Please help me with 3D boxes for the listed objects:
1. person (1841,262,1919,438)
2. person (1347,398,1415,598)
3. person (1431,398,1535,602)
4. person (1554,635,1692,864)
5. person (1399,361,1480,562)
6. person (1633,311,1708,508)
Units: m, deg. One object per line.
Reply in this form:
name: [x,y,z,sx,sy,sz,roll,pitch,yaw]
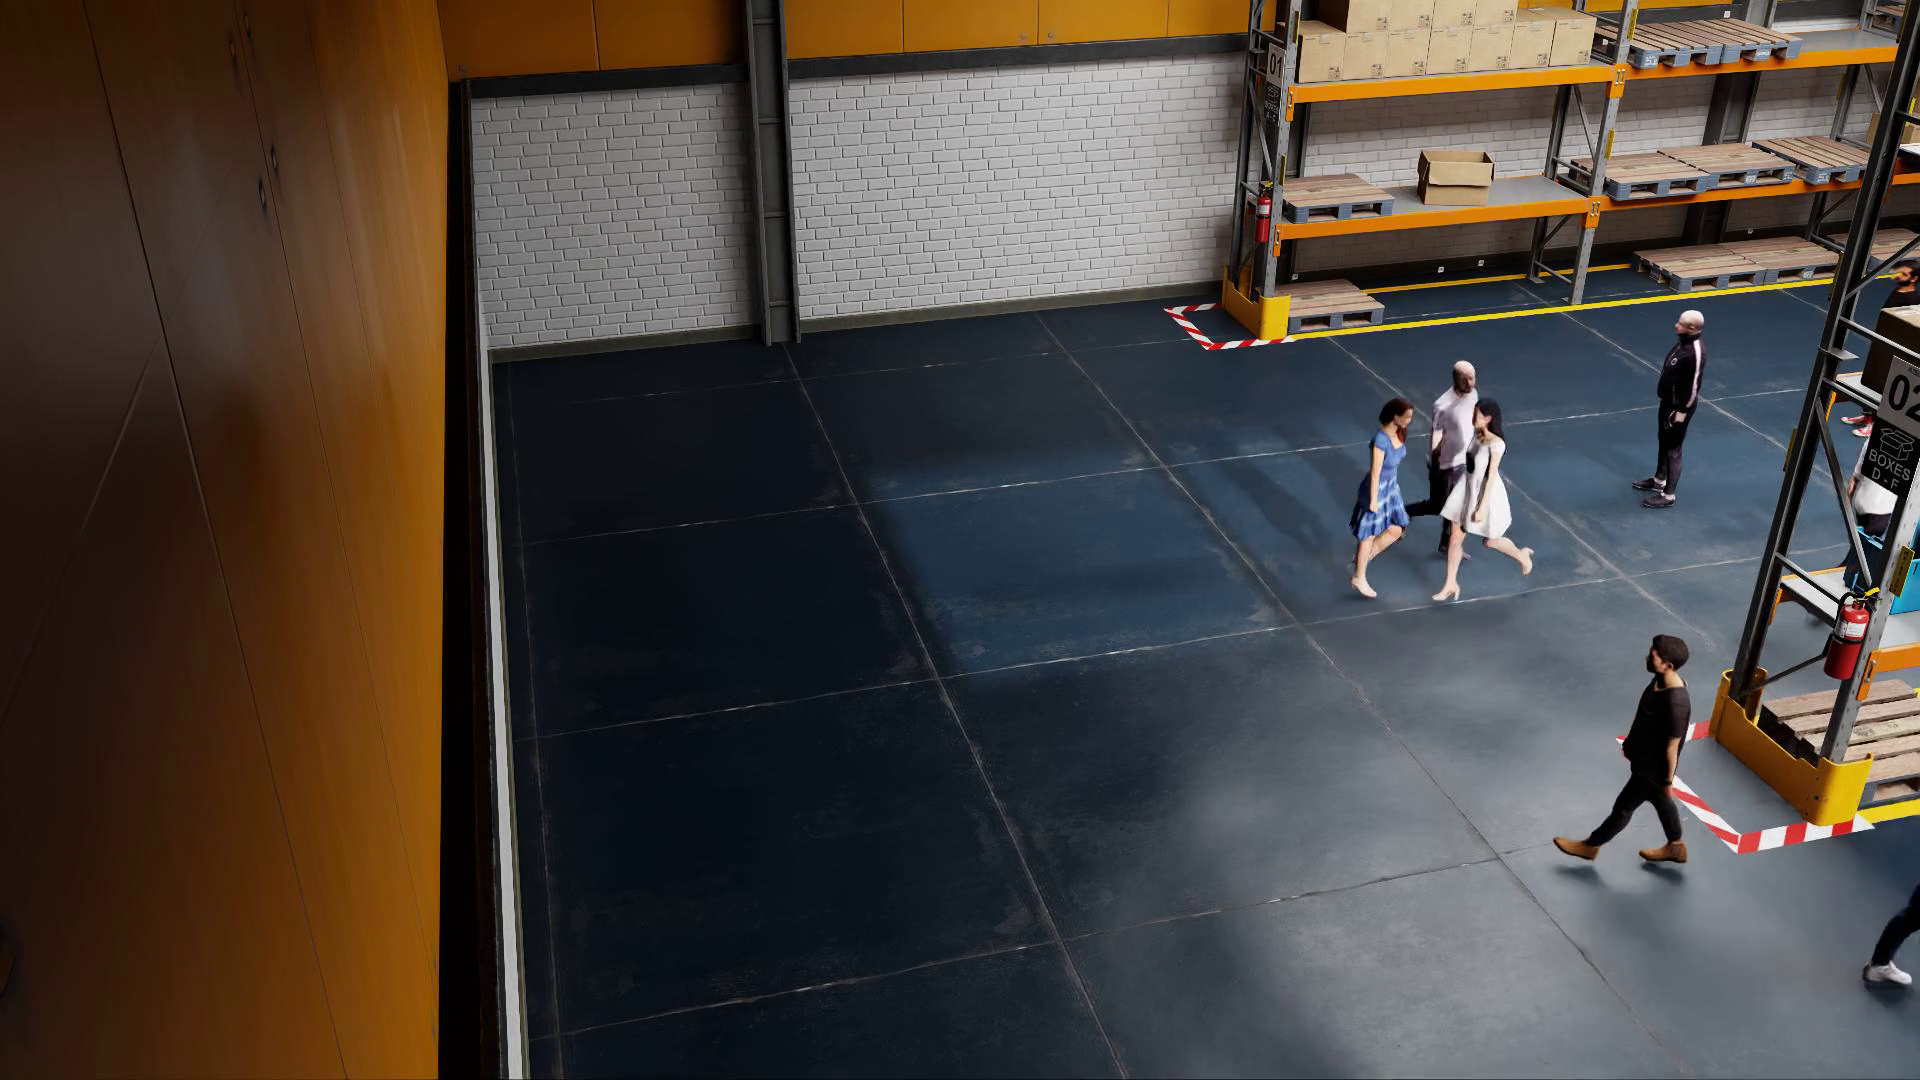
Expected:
person: [9.059,-1.869,16.204,0.705,1.758,0.709,3,29,5]
person: [3.296,-0.337,13.369,0.876,1.783,0.812,18,34,30]
person: [4.241,-0.294,13.332,1.092,1.744,0.643,-5,29,-10]
person: [4.398,1.367,10.361,1.165,1.672,0.980,8,30,14]
person: [4.027,-0.692,13.988,1.006,1.813,1.045,25,38,38]
person: [6.426,-1.192,14.884,0.725,1.834,0.756,4,29,7]
